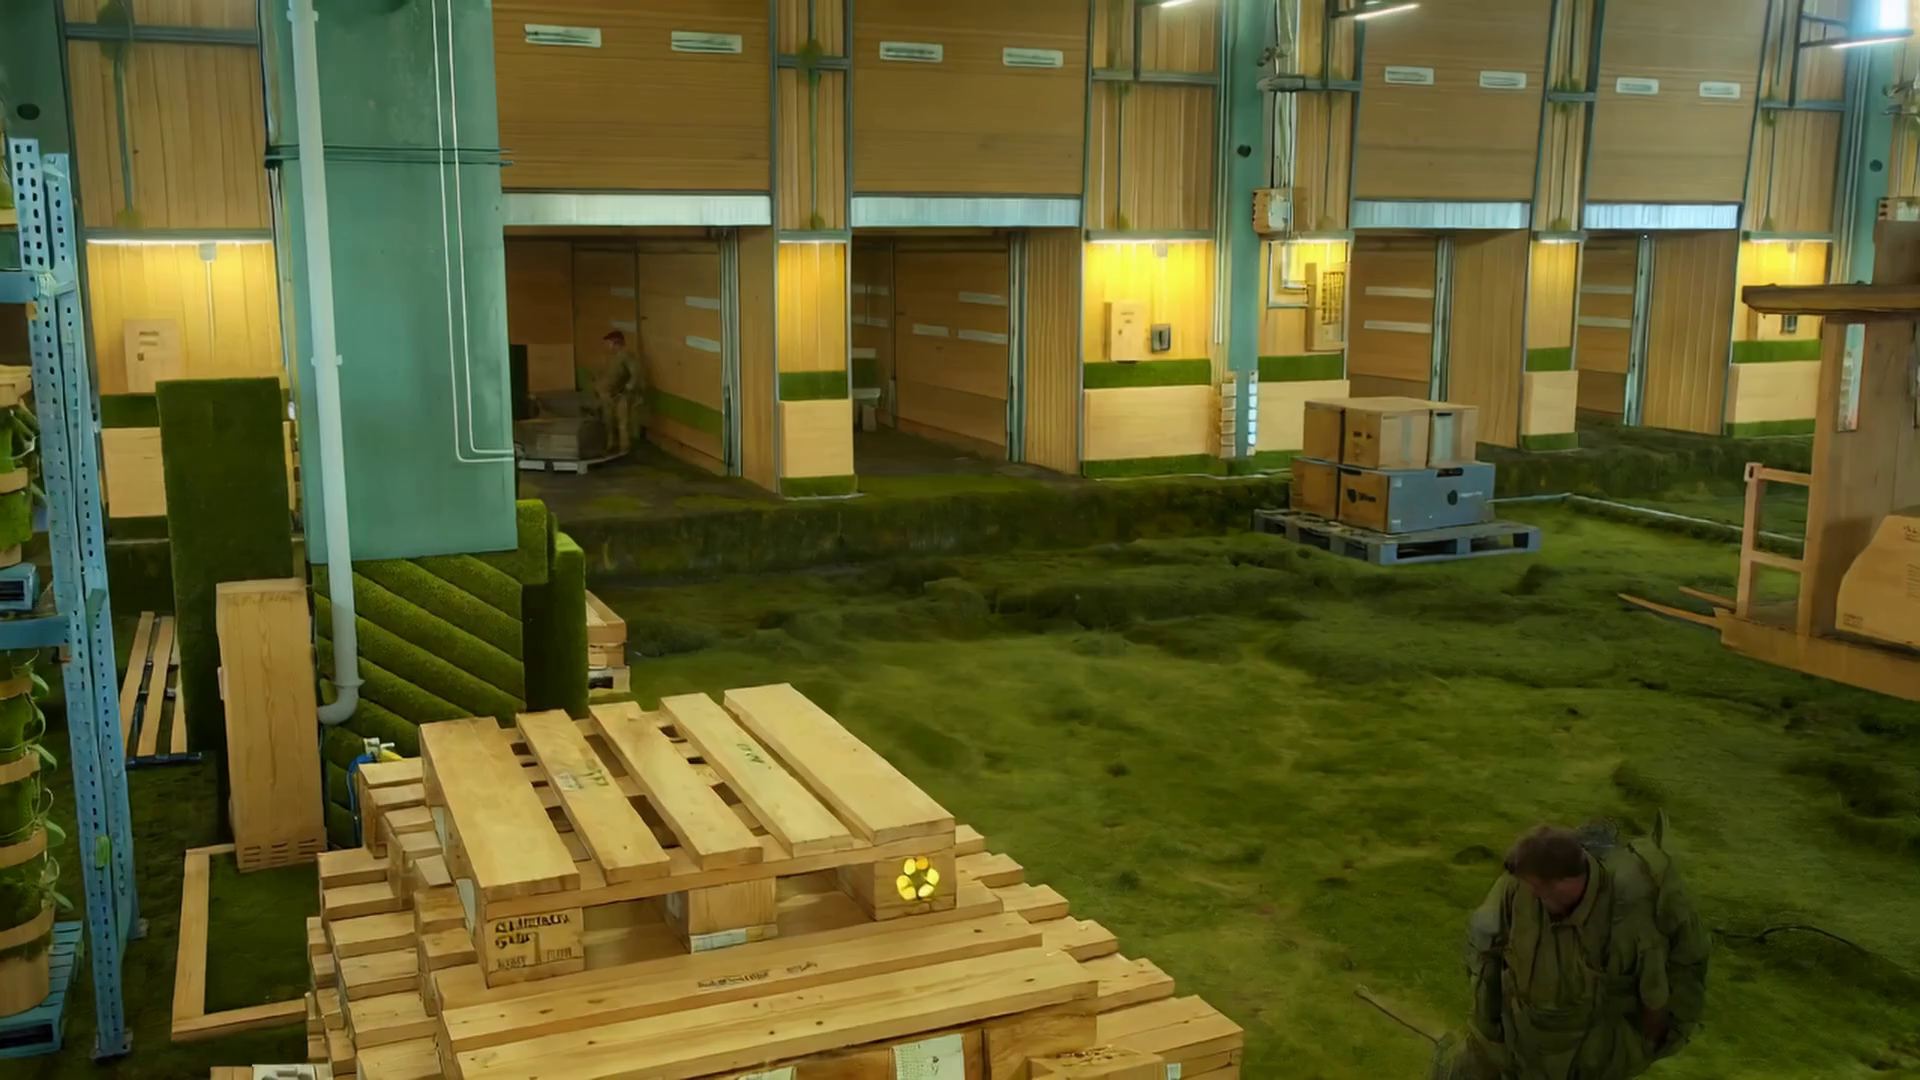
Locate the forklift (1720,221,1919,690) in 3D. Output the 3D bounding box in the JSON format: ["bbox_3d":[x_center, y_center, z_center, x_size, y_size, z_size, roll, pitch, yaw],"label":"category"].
[{"bbox_3d":[5.951,-0.550,10.218,1.129,2.768,1.873,-4,11,-23],"label":"forklift"}]

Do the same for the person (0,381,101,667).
[{"bbox_3d":[-5.881,-0.053,10.315,0.599,1.871,0.892,9,14,41],"label":"person"}]
